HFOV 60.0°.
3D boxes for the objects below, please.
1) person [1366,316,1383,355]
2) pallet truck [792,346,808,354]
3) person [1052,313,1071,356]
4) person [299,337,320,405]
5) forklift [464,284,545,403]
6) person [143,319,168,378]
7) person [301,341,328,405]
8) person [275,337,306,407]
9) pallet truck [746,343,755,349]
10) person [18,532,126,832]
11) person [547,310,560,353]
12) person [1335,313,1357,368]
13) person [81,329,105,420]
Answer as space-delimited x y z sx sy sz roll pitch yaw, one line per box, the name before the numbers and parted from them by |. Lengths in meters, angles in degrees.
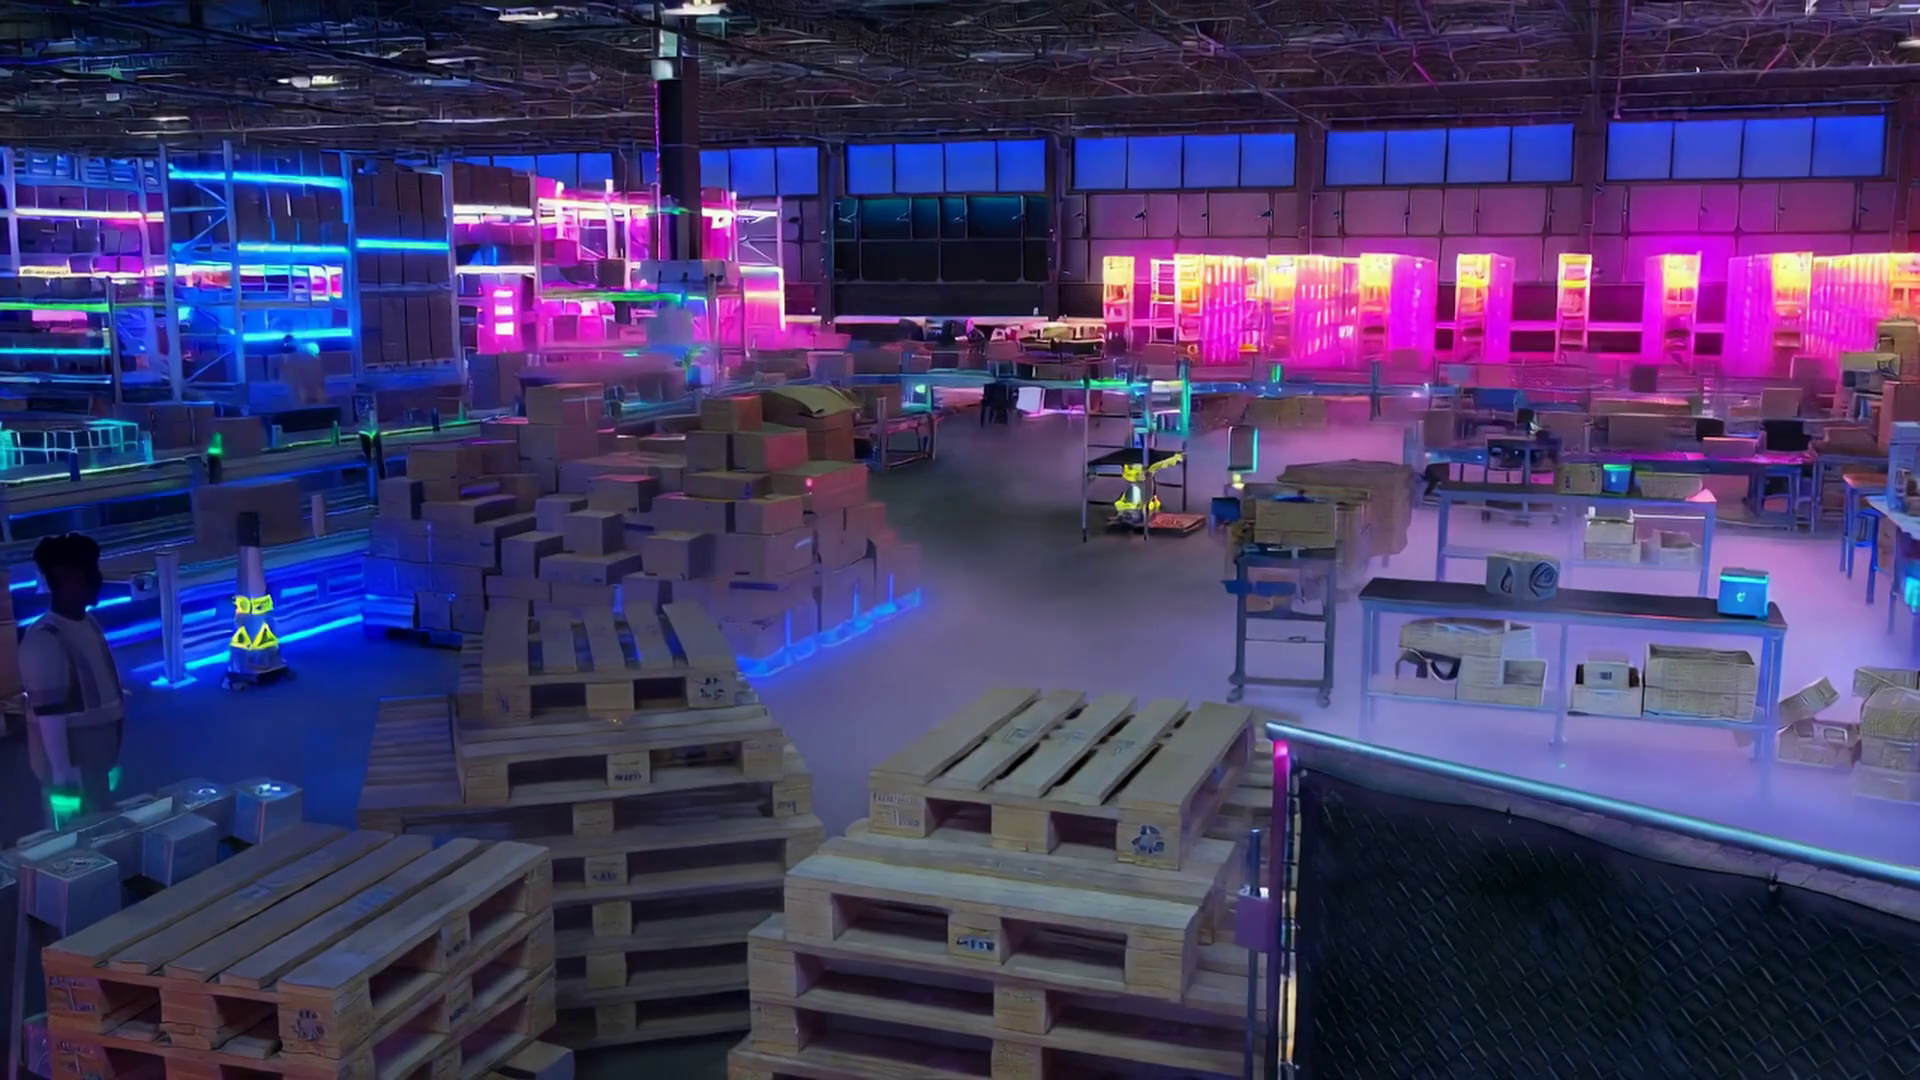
person | 13.225 -6.321 53.065 0.599 1.824 0.606 2 9 12
pallet truck | -3.705 -4.298 42.022 0.653 1.274 1.630 3 10 20
person | 3.275 -6.444 53.832 0.609 1.829 0.404 2 9 15
person | -14.324 -3.645 36.731 0.552 1.675 0.554 2 9 11
forklift | -10.832 -4.702 39.610 1.129 2.768 1.873 3 10 20
person | -23.822 -5.651 49.018 0.608 1.809 0.778 4 10 26
person | -12.566 -2.991 32.374 0.551 1.753 0.363 4 10 26
person | -13.586 -3.217 33.727 0.620 1.778 0.942 2 9 13
pallet truck | -6.183 -4.618 44.264 1.601 1.201 0.680 -9 12 -43
person | -3.737 0.935 7.076 0.368 1.966 0.602 -2 9 -14
person | -14.284 -7.229 58.776 0.645 1.824 0.455 2 9 13
person | 11.395 -5.747 49.164 0.631 1.931 0.467 2 9 13
person | -18.242 -3.469 34.923 0.563 1.912 0.570 1 9 6
